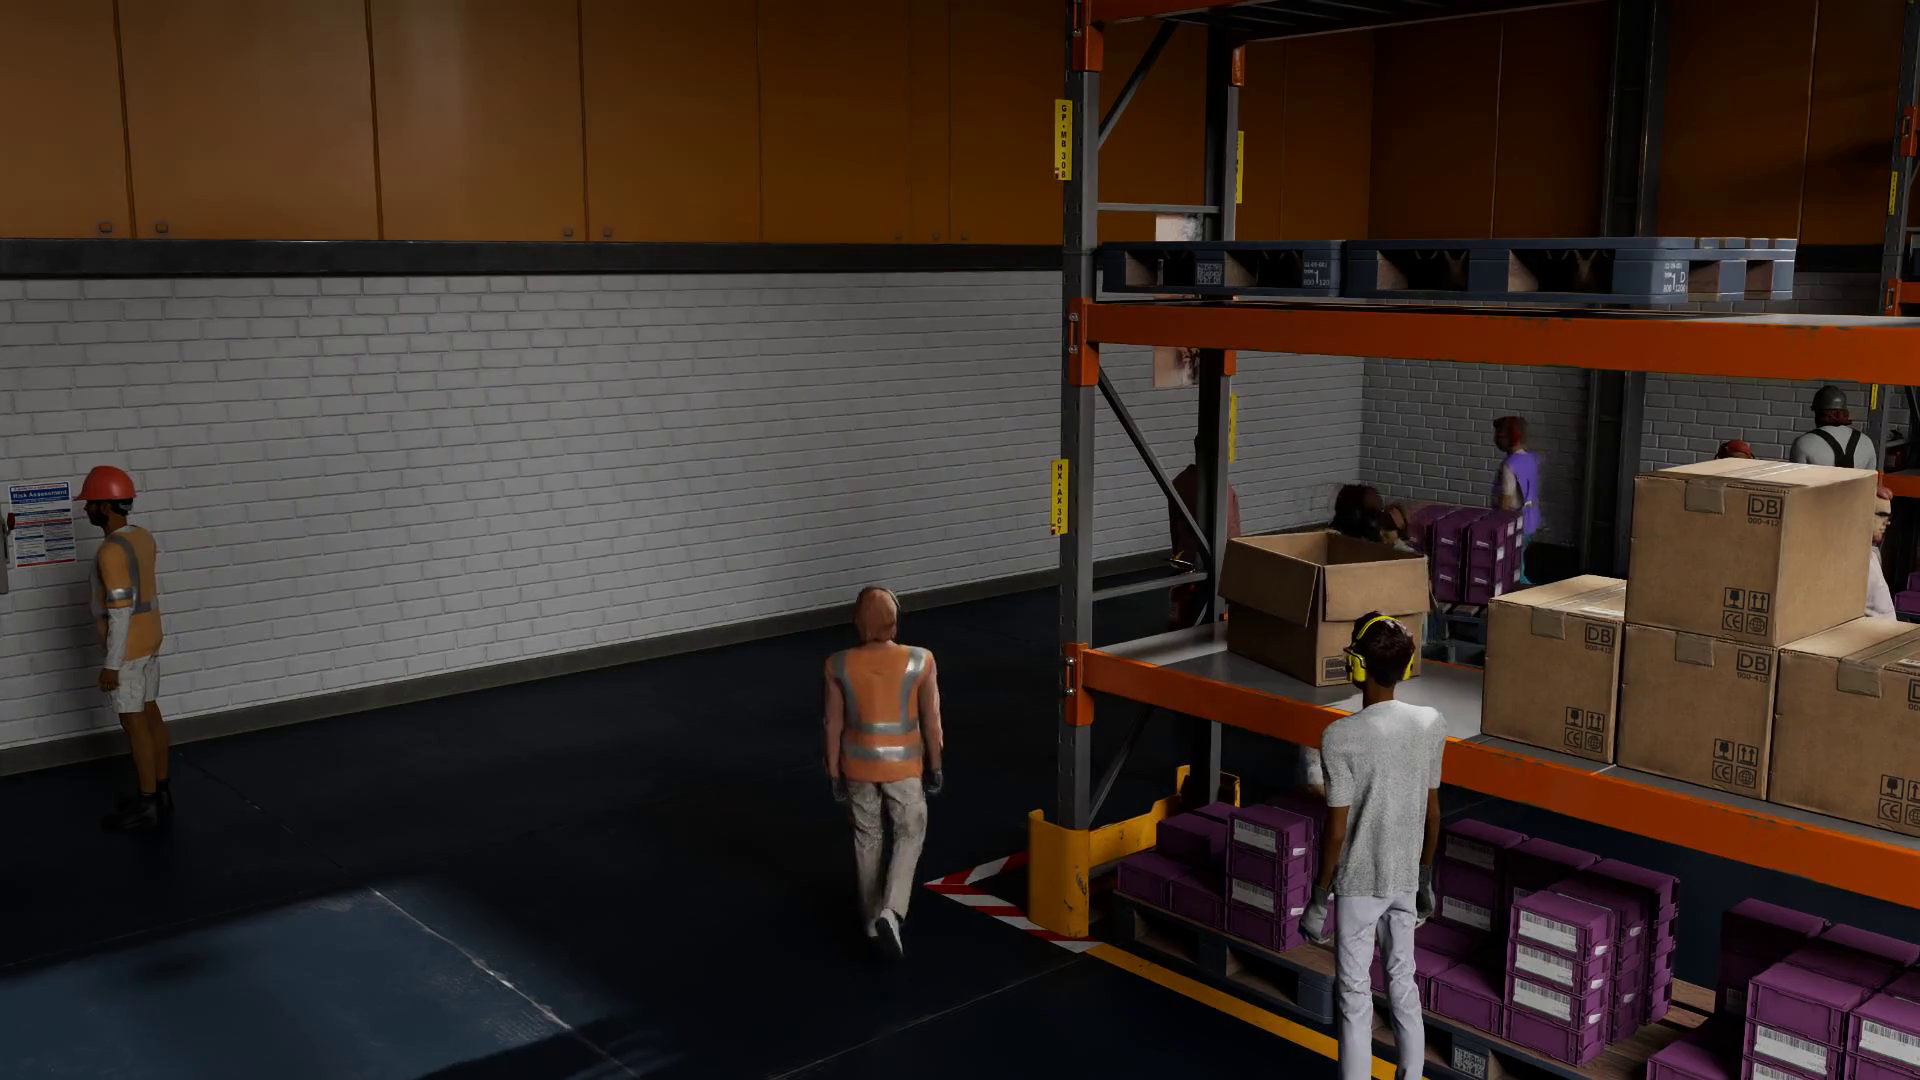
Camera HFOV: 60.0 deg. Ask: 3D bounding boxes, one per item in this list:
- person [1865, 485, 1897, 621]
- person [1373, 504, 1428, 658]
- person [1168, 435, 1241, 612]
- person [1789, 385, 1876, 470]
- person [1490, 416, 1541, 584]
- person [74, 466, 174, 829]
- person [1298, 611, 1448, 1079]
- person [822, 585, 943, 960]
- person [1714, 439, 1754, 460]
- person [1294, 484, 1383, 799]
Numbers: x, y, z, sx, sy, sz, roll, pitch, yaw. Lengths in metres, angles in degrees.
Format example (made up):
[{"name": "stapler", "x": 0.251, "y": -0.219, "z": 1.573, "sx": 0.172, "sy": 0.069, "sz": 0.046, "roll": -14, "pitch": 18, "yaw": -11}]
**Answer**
[{"name": "person", "x": 4.517, "y": 0.654, "z": 8.460, "sx": 0.405, "sy": 1.903, "sz": 0.636, "roll": 4, "pitch": 10, "yaw": 22}, {"name": "person", "x": 2.444, "y": 0.583, "z": 9.759, "sx": 0.870, "sy": 1.593, "sz": 0.524, "roll": -4, "pitch": 10, "yaw": -21}, {"name": "person", "x": 1.656, "y": 0.208, "z": 11.047, "sx": 0.406, "sy": 1.911, "sz": 0.639, "roll": -5, "pitch": 11, "yaw": -26}, {"name": "person", "x": 6.731, "y": -0.199, "z": 13.044, "sx": 0.685, "sy": 2.000, "sz": 0.535, "roll": -1, "pitch": 10, "yaw": -8}, {"name": "person", "x": 4.376, "y": -0.064, "z": 12.965, "sx": 0.844, "sy": 1.813, "sz": 0.569, "roll": 6, "pitch": 11, "yaw": 30}, {"name": "person", "x": -4.451, "y": 0.568, "z": 8.854, "sx": 0.363, "sy": 1.939, "sz": 0.542, "roll": -2, "pitch": 10, "yaw": -9}, {"name": "person", "x": 1.372, "y": 1.161, "z": 5.578, "sx": 0.520, "sy": 1.873, "sz": 0.328, "roll": -4, "pitch": 11, "yaw": -24}, {"name": "person", "x": -0.346, "y": 1.010, "z": 7.185, "sx": 0.525, "sy": 1.616, "sz": 0.593, "roll": 1, "pitch": 10, "yaw": 8}, {"name": "person", "x": 4.923, "y": 0.290, "z": 10.677, "sx": 0.584, "sy": 1.879, "sz": 0.354, "roll": 2, "pitch": 10, "yaw": 11}, {"name": "person", "x": 2.179, "y": 0.605, "z": 9.020, "sx": 0.818, "sy": 1.808, "sz": 0.650, "roll": 5, "pitch": 11, "yaw": 29}]
